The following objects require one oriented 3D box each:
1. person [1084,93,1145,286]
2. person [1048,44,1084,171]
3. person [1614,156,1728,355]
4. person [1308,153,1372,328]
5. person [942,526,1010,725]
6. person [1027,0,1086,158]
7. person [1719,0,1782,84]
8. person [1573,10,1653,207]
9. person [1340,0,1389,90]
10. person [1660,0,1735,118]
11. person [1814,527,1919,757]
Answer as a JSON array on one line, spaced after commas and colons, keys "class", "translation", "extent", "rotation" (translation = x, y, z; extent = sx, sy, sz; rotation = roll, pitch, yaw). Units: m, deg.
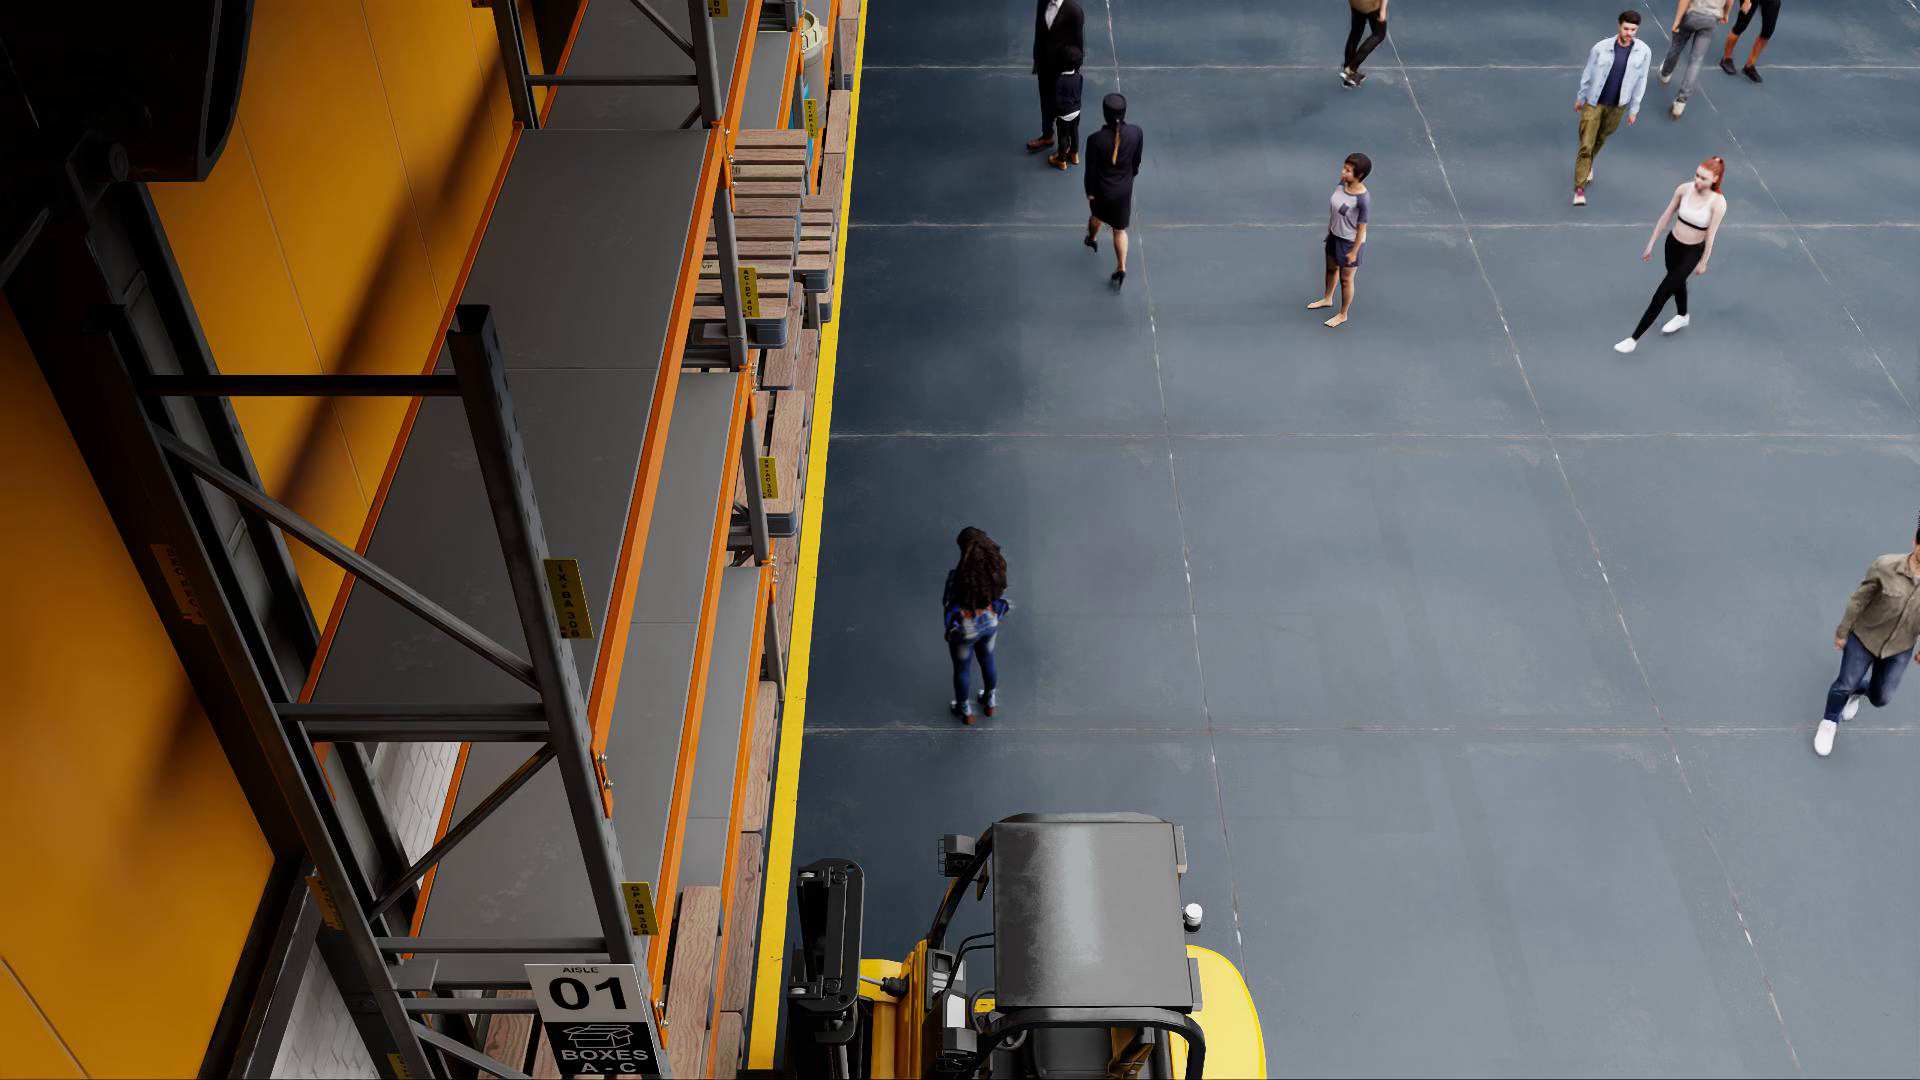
[{"class": "person", "translation": [1.323, -2.939, 14.146], "extent": [0.848, 1.629, 1.138], "rotation": [-9, 44, -9]}, {"class": "person", "translation": [1.024, -4.076, 15.632], "extent": [0.579, 1.224, 0.621], "rotation": [-27, 50, -25]}, {"class": "person", "translation": [5.897, -2.331, 13.465], "extent": [1.116, 1.688, 1.184], "rotation": [-26, 49, -25]}, {"class": "person", "translation": [3.179, -2.500, 13.731], "extent": [0.699, 1.565, 0.576], "rotation": [-16, 46, -16]}, {"class": "person", "translation": [0.085, 0.539, 10.500], "extent": [0.699, 1.622, 0.717], "rotation": [-23, 48, -22]}, {"class": "person", "translation": [0.935, -4.452, 15.578], "extent": [0.755, 1.843, 0.812], "rotation": [31, 51, 28]}, {"class": "person", "translation": [8.050, -5.557, 16.820], "extent": [0.709, 1.730, 0.826], "rotation": [-8, 44, -9]}, {"class": "person", "translation": [5.882, -3.997, 15.158], "extent": [0.847, 1.764, 1.229], "rotation": [8, 44, 8]}, {"class": "person", "translation": [3.976, -5.317, 16.486], "extent": [0.908, 1.843, 0.837], "rotation": [-27, 50, -25]}, {"class": "person", "translation": [7.208, -5.029, 16.180], "extent": [0.912, 1.850, 1.247], "rotation": [11, 45, 11]}, {"class": "person", "translation": [5.733, 0.551, 10.320], "extent": [0.861, 1.853, 0.933], "rotation": [15, 46, 15]}]
